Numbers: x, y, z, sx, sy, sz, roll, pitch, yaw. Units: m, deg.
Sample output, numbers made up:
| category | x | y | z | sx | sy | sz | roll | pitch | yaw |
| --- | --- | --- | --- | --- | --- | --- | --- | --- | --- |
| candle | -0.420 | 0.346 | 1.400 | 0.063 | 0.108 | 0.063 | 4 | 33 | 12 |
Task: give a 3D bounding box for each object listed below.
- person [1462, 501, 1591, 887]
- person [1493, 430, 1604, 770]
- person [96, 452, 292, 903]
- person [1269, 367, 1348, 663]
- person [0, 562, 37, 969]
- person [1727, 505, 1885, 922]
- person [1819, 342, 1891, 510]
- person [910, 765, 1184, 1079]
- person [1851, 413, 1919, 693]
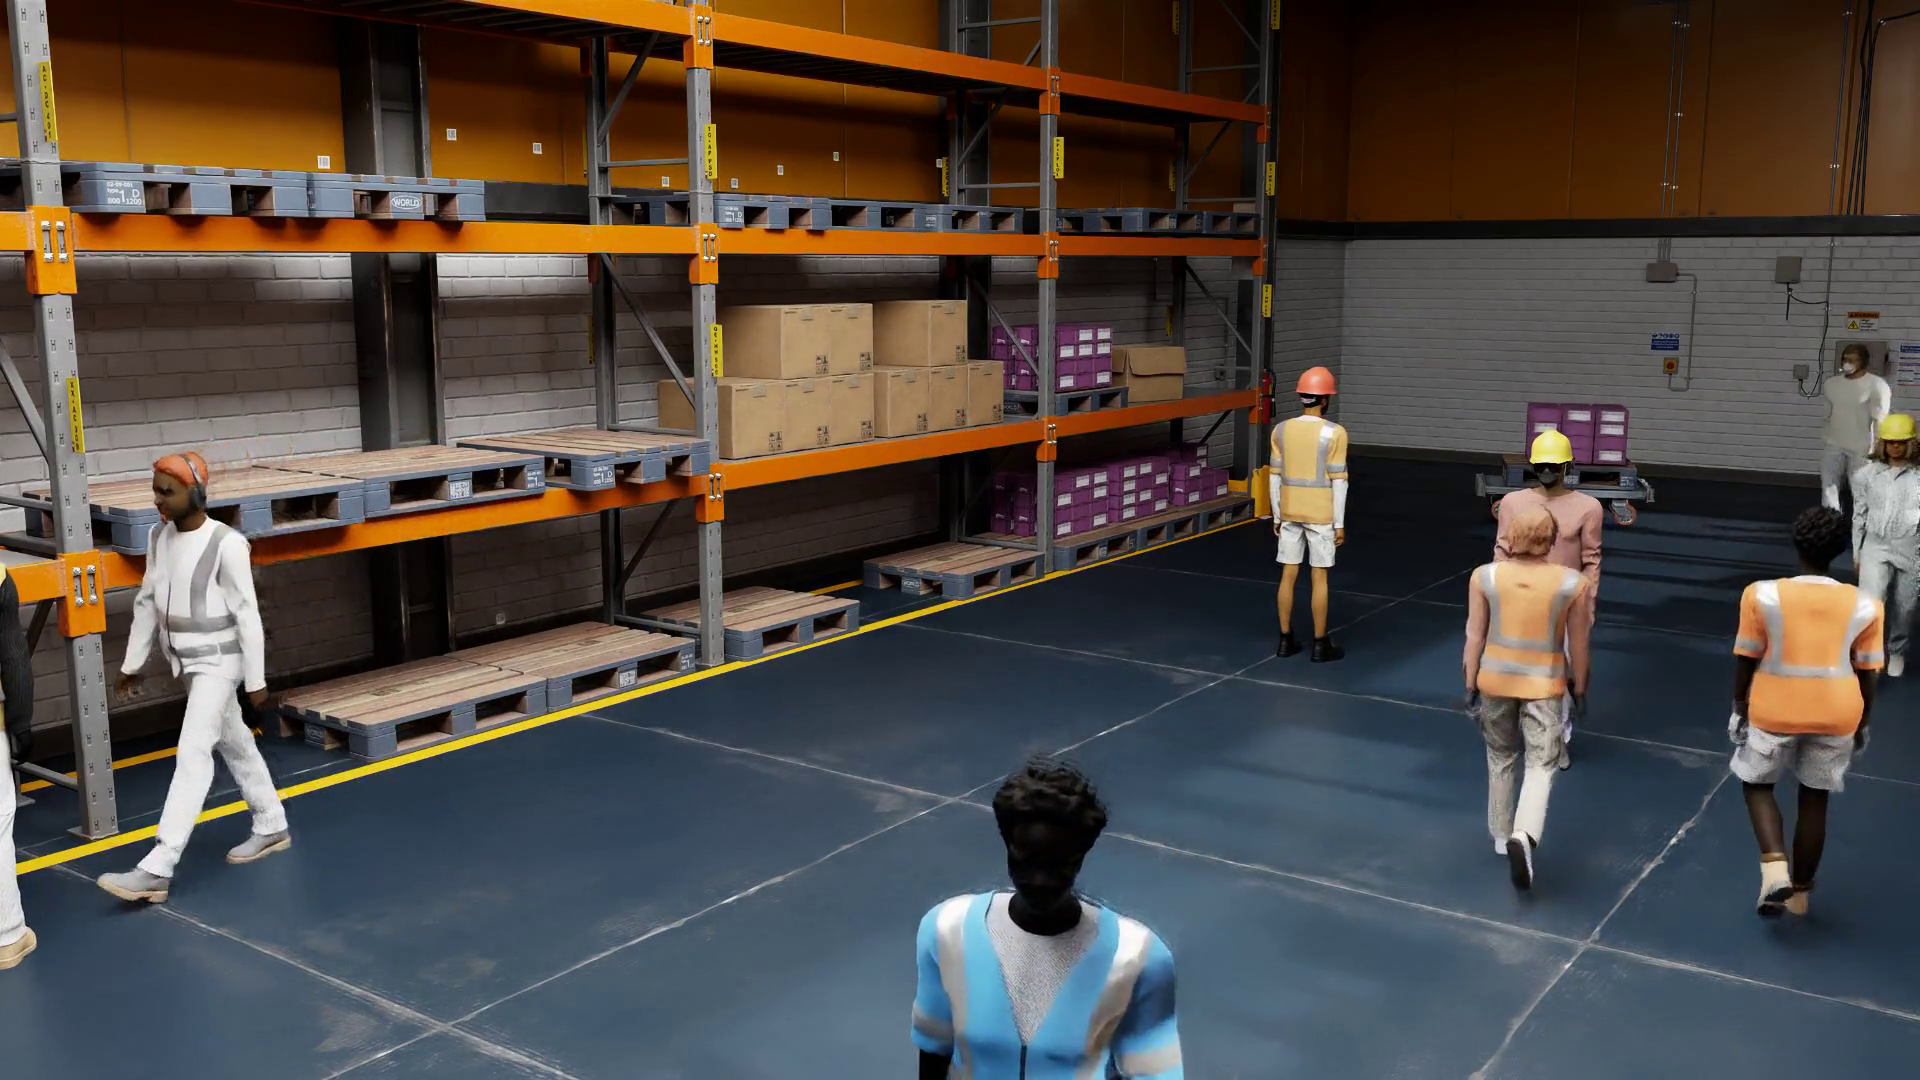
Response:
| category | x | y | z | sx | sy | sz | roll | pitch | yaw |
| --- | --- | --- | --- | --- | --- | --- | --- | --- | --- |
| person | 2.387 | 0.644 | 7.063 | 0.516 | 1.606 | 0.706 | 5 | 11 | 25 |
| person | 3.020 | 0.312 | 8.597 | 0.533 | 1.767 | 0.325 | 4 | 10 | 24 |
| person | -3.243 | 0.553 | 6.961 | 0.598 | 1.832 | 0.986 | 7 | 12 | 35 |
| person | 2.301 | -0.168 | 10.944 | 0.547 | 1.938 | 0.379 | 8 | 12 | 39 |
| person | -3.736 | 0.696 | 6.087 | 0.636 | 1.842 | 0.429 | -4 | 11 | -25 |
| person | 3.307 | 0.704 | 6.510 | 0.542 | 1.678 | 0.433 | 3 | 10 | 17 |
| person | 8.122 | -0.840 | 15.061 | 0.872 | 1.913 | 0.637 | -5 | 11 | -28 |
| person | 0.157 | 1.249 | 3.248 | 0.549 | 1.681 | 0.379 | 2 | 10 | 13 |
| person | 5.751 | 0.059 | 10.257 | 0.485 | 1.710 | 0.852 | 5 | 11 | 27 |
